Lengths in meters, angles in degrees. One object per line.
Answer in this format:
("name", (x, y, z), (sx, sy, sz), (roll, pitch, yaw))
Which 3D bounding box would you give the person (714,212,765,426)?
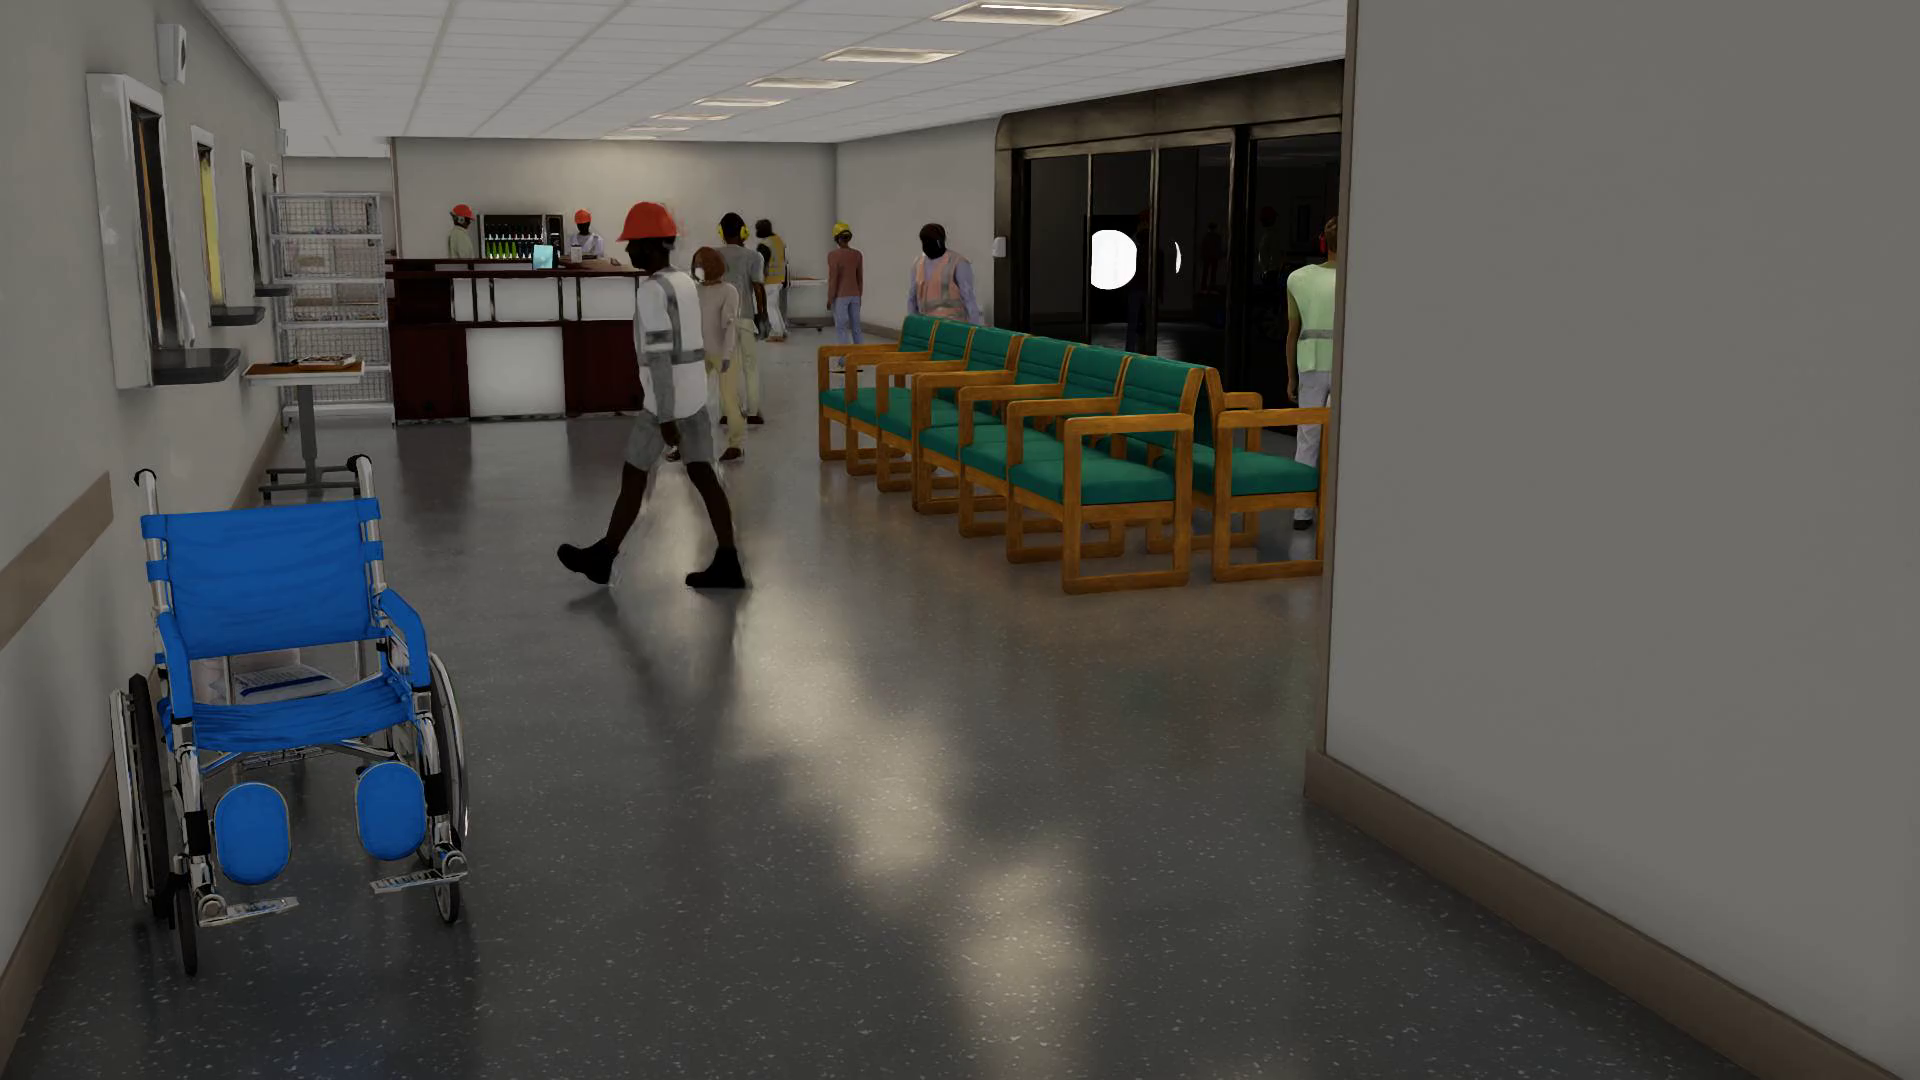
("person", (-1.963, -1.923, 14.573), (0.507, 1.865, 0.329), (0, 11, -1))

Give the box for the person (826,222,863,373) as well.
("person", (-1.363, -2.845, 19.559), (0.327, 1.765, 0.531), (11, 15, 44))

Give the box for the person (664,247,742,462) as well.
("person", (-1.886, -1.347, 12.290), (0.502, 1.604, 0.769), (6, 13, 28))

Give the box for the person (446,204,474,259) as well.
("person", (-6.684, -3.506, 22.376), (0.393, 1.986, 0.610), (-8, 13, -35))

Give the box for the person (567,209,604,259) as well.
("person", (-5.279, -3.685, 23.446), (0.545, 1.929, 0.390), (2, 11, 11))

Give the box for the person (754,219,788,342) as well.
("person", (-2.770, -3.758, 24.181), (0.431, 1.792, 0.708), (3, 11, 14))

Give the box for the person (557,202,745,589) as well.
("person", (-1.515, -0.693, 8.187), (0.983, 1.886, 0.566), (3, 12, 17))

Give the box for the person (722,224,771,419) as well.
("person", (-1.957, -1.968, 14.933), (0.542, 1.813, 0.960), (-2, 11, -11))

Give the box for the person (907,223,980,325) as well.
("person", (-0.146, -1.906, 14.734), (0.658, 1.780, 0.982), (10, 15, 41))
